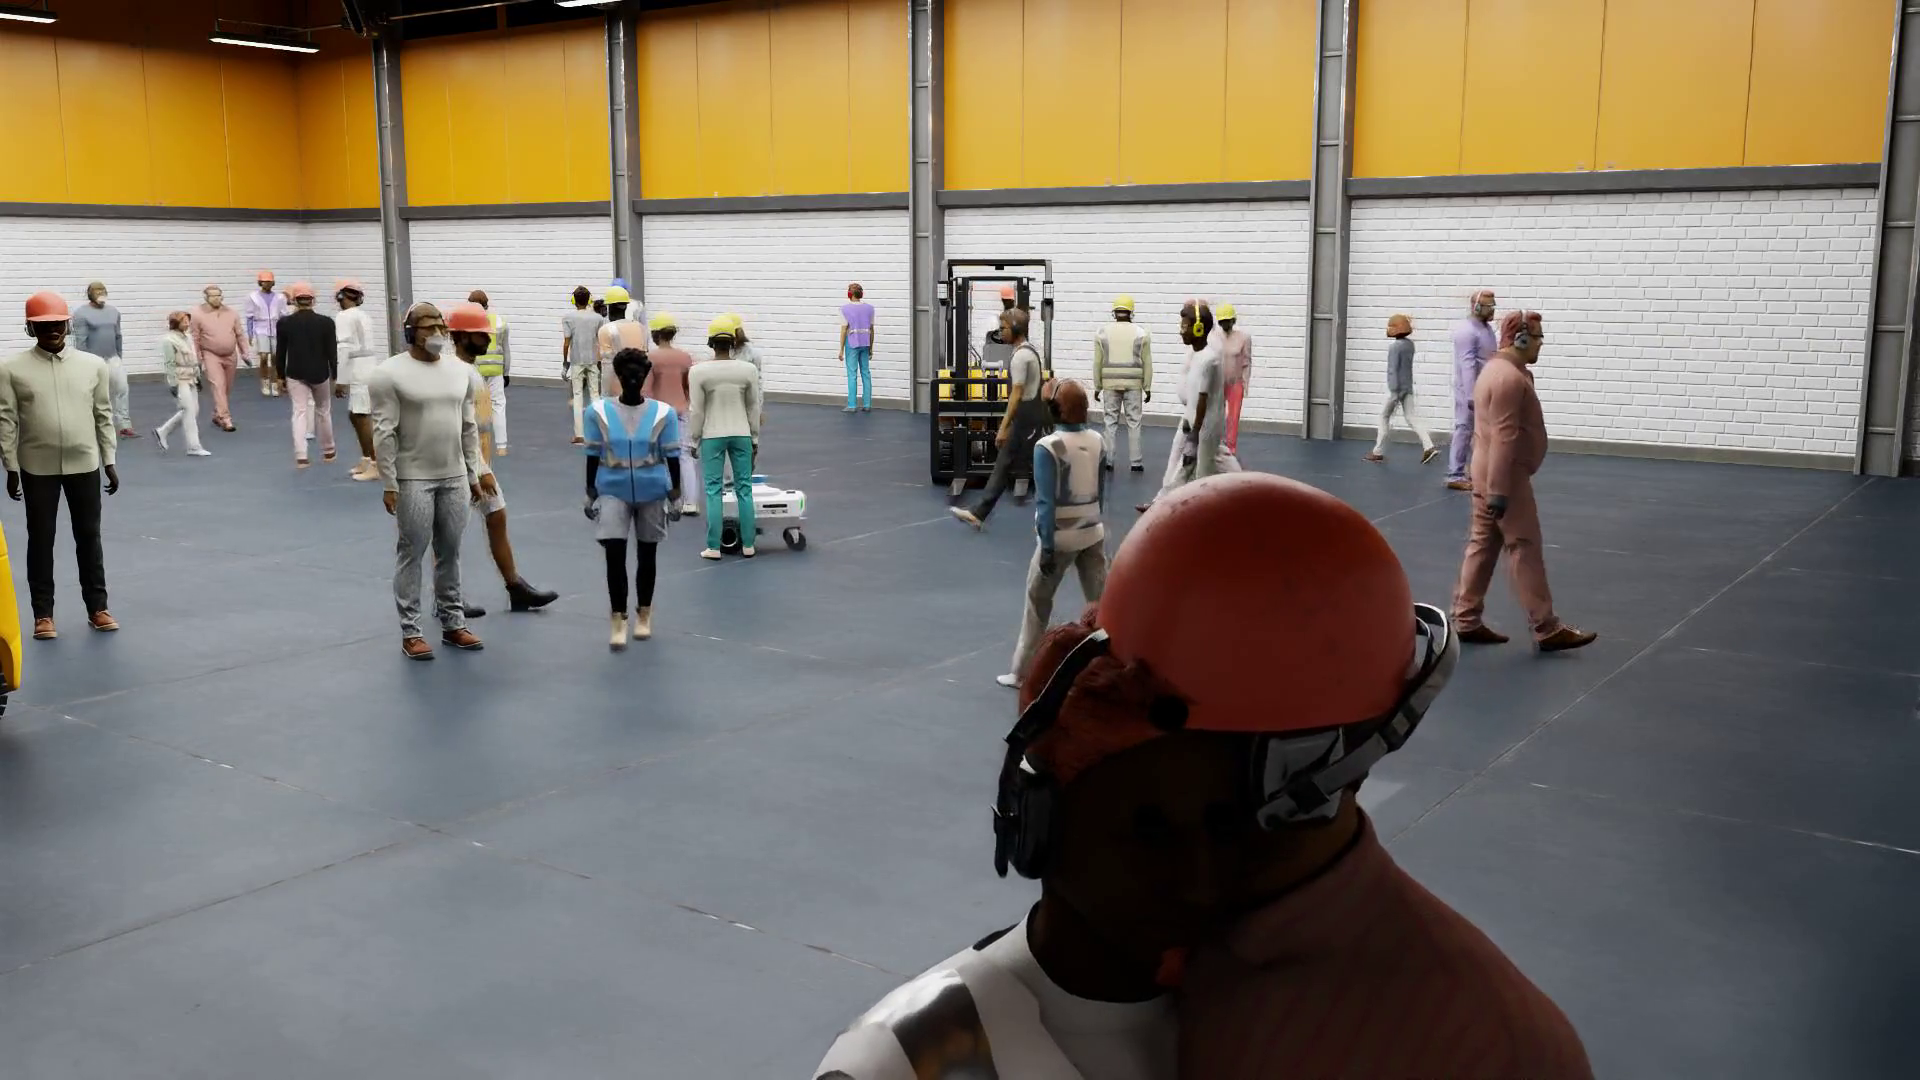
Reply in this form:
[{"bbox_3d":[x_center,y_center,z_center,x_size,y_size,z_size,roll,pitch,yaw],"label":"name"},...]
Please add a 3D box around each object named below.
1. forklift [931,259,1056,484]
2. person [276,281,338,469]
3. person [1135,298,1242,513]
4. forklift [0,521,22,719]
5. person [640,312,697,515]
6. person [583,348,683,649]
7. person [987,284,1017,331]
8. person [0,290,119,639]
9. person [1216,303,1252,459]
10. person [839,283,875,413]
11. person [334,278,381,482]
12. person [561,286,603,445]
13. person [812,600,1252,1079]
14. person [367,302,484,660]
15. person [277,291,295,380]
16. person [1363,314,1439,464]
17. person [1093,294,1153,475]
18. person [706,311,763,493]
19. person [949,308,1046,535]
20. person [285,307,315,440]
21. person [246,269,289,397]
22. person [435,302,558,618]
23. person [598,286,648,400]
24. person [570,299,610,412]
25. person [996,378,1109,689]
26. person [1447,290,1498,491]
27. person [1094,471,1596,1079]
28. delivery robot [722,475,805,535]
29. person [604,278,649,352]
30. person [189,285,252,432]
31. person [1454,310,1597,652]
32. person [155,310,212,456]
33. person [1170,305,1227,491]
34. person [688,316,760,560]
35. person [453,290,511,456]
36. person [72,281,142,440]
[{"bbox_3d":[0.370,-1.738,16.759,1.214,2.155,2.313,1,10,3],"label":"forklift"},{"bbox_3d":[-6.883,-1.750,17.584,0.640,1.948,0.932,-2,10,-13],"label":"person"},{"bbox_3d":[2.053,-1.109,14.044,1.033,1.854,0.643,1,10,4],"label":"person"},{"bbox_3d":[-5.296,-0.090,6.943,1.214,2.155,2.313,7,12,35],"label":"forklift"},{"bbox_3d":[-2.532,-1.083,14.248,0.545,1.714,0.927,-8,12,-39],"label":"person"},{"bbox_3d":[-1.818,-0.230,9.286,0.556,1.671,0.663,-2,10,-11],"label":"person"},{"bbox_3d":[0.607,-1.957,18.953,0.573,1.887,0.978,-8,12,-39],"label":"person"},{"bbox_3d":[-5.190,-0.436,9.599,0.613,1.994,0.381,-8,12,-39],"label":"person"},{"bbox_3d":[2.823,-1.649,17.659,0.532,1.709,0.884,2,10,11],"label":"person"},{"bbox_3d":[-1.467,-2.727,23.679,0.566,1.847,0.390,-7,12,-35],"label":"person"},{"bbox_3d":[-5.893,-1.571,16.362,0.474,1.992,0.663,-1,10,-4],"label":"person"},{"bbox_3d":[-4.439,-2.055,19.611,0.536,1.869,0.312,-5,11,-26],"label":"person"},{"bbox_3d":[0.114,0.978,1.501,0.357,1.885,0.573,9,13,42],"label":"person"},{"bbox_3d":[-2.896,-0.327,9.115,0.372,1.940,0.631,8,12,40],"label":"person"},{"bbox_3d":[-12.130,-3.649,29.874,0.520,1.608,0.681,-8,13,-40],"label":"person"},{"bbox_3d":[4.735,-1.607,17.738,0.494,1.602,0.815,-9,13,-42],"label":"person"},{"bbox_3d":[1.650,-1.570,16.840,0.601,1.827,0.403,2,10,11],"label":"person"},{"bbox_3d":[-1.976,-1.146,14.606,0.494,1.726,0.469,-1,10,-6],"label":"person"},{"bbox_3d":[0.422,-0.910,13.028,1.020,1.783,0.522,1,10,3],"label":"person"},{"bbox_3d":[-7.947,-2.030,20.166,0.546,1.621,0.437,-2,10,-11],"label":"person"},{"bbox_3d":[-10.932,-3.269,26.355,0.635,2.029,0.524,-7,12,-35],"label":"person"},{"bbox_3d":[-2.870,-0.465,10.043,0.655,1.926,0.556,0,10,2],"label":"person"},{"bbox_3d":[-3.195,-1.426,15.692,0.382,1.924,0.594,6,11,32],"label":"person"},{"bbox_3d":[-5.201,-2.609,23.608,0.923,1.635,0.532,6,11,31],"label":"person"},{"bbox_3d":[0.572,0.003,8.163,0.535,1.599,0.855,-9,13,-44],"label":"person"},{"bbox_3d":[4.879,-1.387,15.584,0.595,1.885,0.675,7,12,36],"label":"person"},{"bbox_3d":[0.266,0.924,1.502,0.392,1.991,0.612,-6,11,-31],"label":"person"},{"bbox_3d":[-1.522,-0.246,12.464,0.707,0.478,0.477,-2,10,-11],"label":"delivery robot"},{"bbox_3d":[-4.822,-2.827,24.055,0.635,1.921,0.635,-2,10,-9],"label":"person"},{"bbox_3d":[-9.513,-2.342,21.367,0.982,1.865,0.650,9,13,42],"label":"person"},{"bbox_3d":[3.161,-0.323,9.242,0.785,1.879,0.677,2,10,10],"label":"person"},{"bbox_3d":[-8.679,-1.738,18.445,0.634,1.622,0.533,0,10,1],"label":"person"},{"bbox_3d":[1.682,-0.716,11.692,0.429,1.852,0.526,0,10,0],"label":"person"},{"bbox_3d":[-1.704,-0.732,12.044,0.522,1.768,0.311,-4,10,-22],"label":"person"},{"bbox_3d":[-5.270,-1.829,18.346,0.621,1.845,0.429,-5,11,-27],"label":"person"},{"bbox_3d":[-10.252,-2.143,20.006,0.815,1.908,0.651,5,11,28],"label":"person"}]
